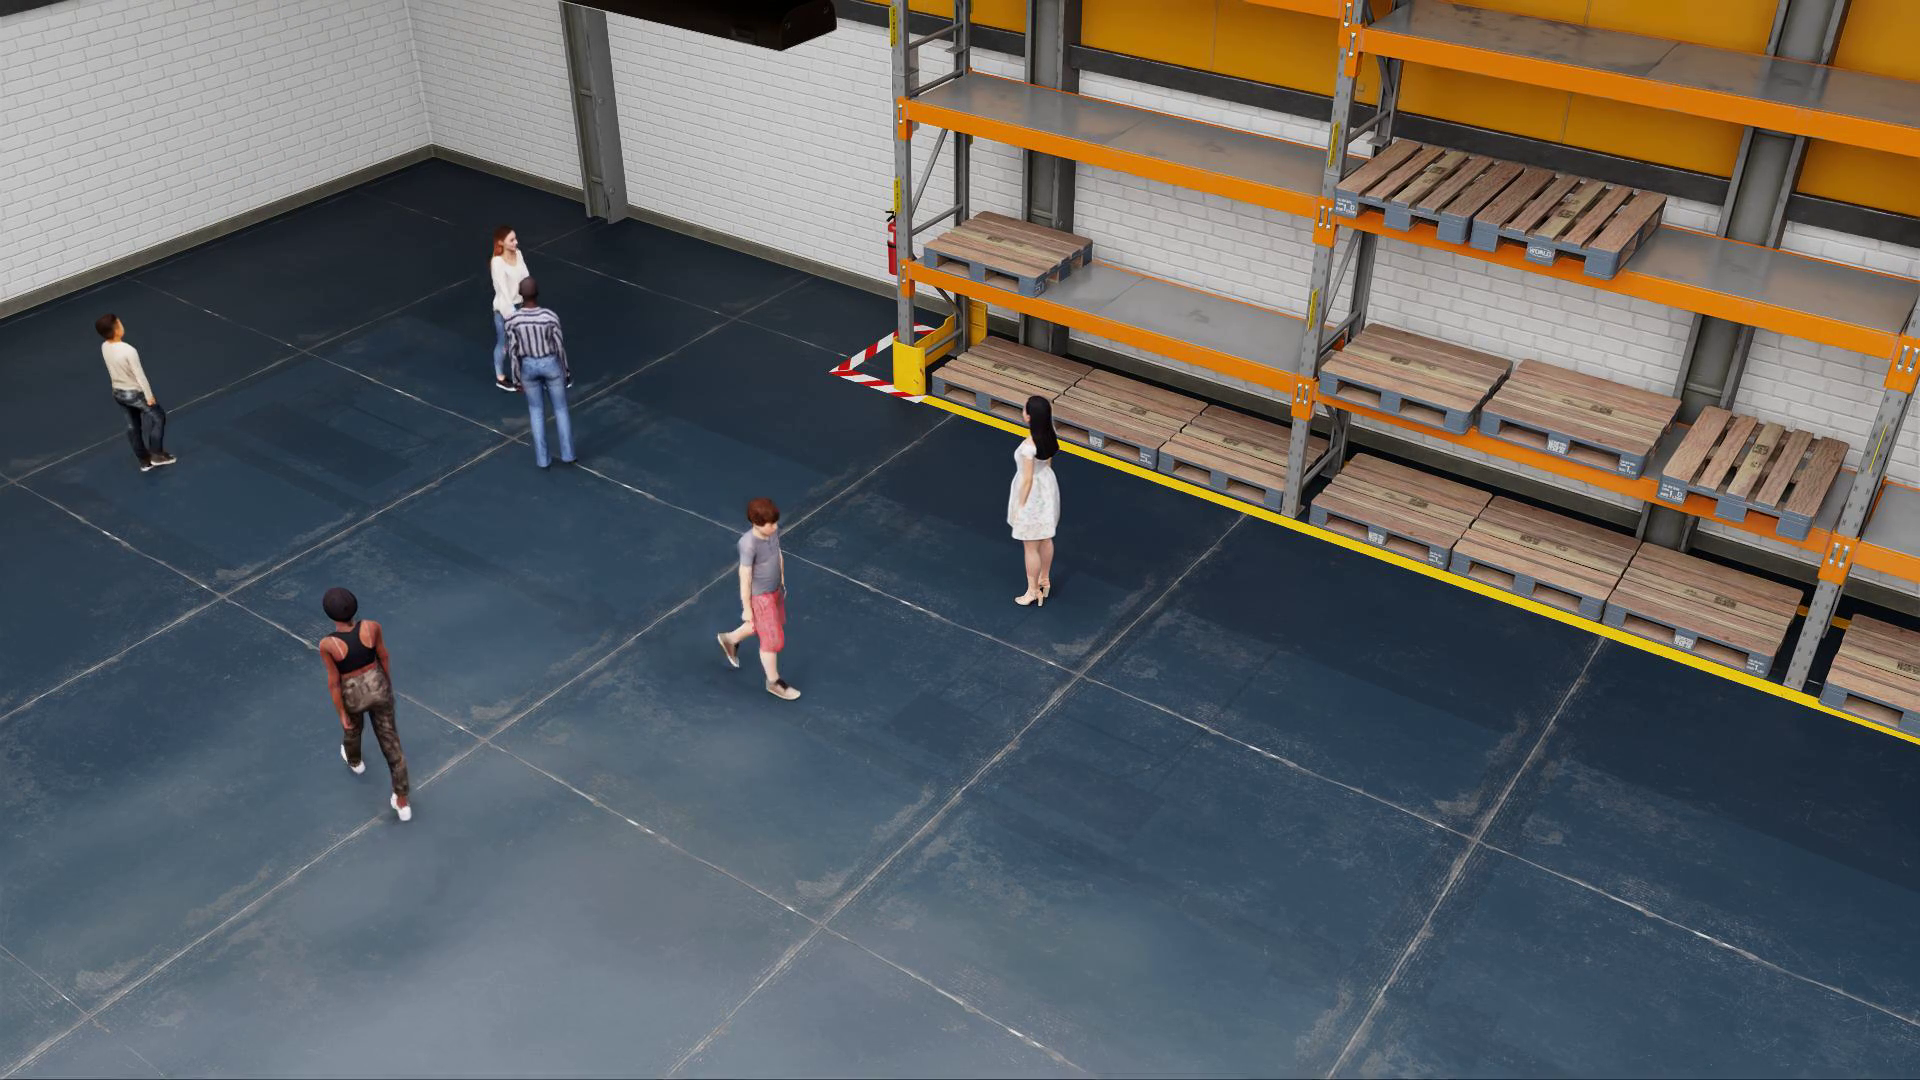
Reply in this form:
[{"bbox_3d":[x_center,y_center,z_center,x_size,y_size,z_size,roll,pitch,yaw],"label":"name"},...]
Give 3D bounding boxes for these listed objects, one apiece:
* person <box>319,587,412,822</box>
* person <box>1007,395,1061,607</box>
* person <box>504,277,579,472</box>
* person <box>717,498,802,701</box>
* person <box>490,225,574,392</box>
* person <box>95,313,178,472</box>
[{"bbox_3d":[-3.728,1.064,10.548,0.836,1.663,1.148,-20,39,-28],"label":"person"},{"bbox_3d":[0.560,-0.291,12.486,0.632,1.774,0.649,19,38,26],"label":"person"},{"bbox_3d":[-3.546,-1.398,14.132,0.704,1.795,0.757,-7,34,-10],"label":"person"},{"bbox_3d":[-1.448,0.364,11.632,0.979,1.628,0.668,16,37,22],"label":"person"},{"bbox_3d":[-4.204,-2.113,15.334,1.049,1.654,0.738,14,36,21],"label":"person"},{"bbox_3d":[-7.096,-1.213,14.157,0.556,1.459,0.687,10,35,15],"label":"person"}]
